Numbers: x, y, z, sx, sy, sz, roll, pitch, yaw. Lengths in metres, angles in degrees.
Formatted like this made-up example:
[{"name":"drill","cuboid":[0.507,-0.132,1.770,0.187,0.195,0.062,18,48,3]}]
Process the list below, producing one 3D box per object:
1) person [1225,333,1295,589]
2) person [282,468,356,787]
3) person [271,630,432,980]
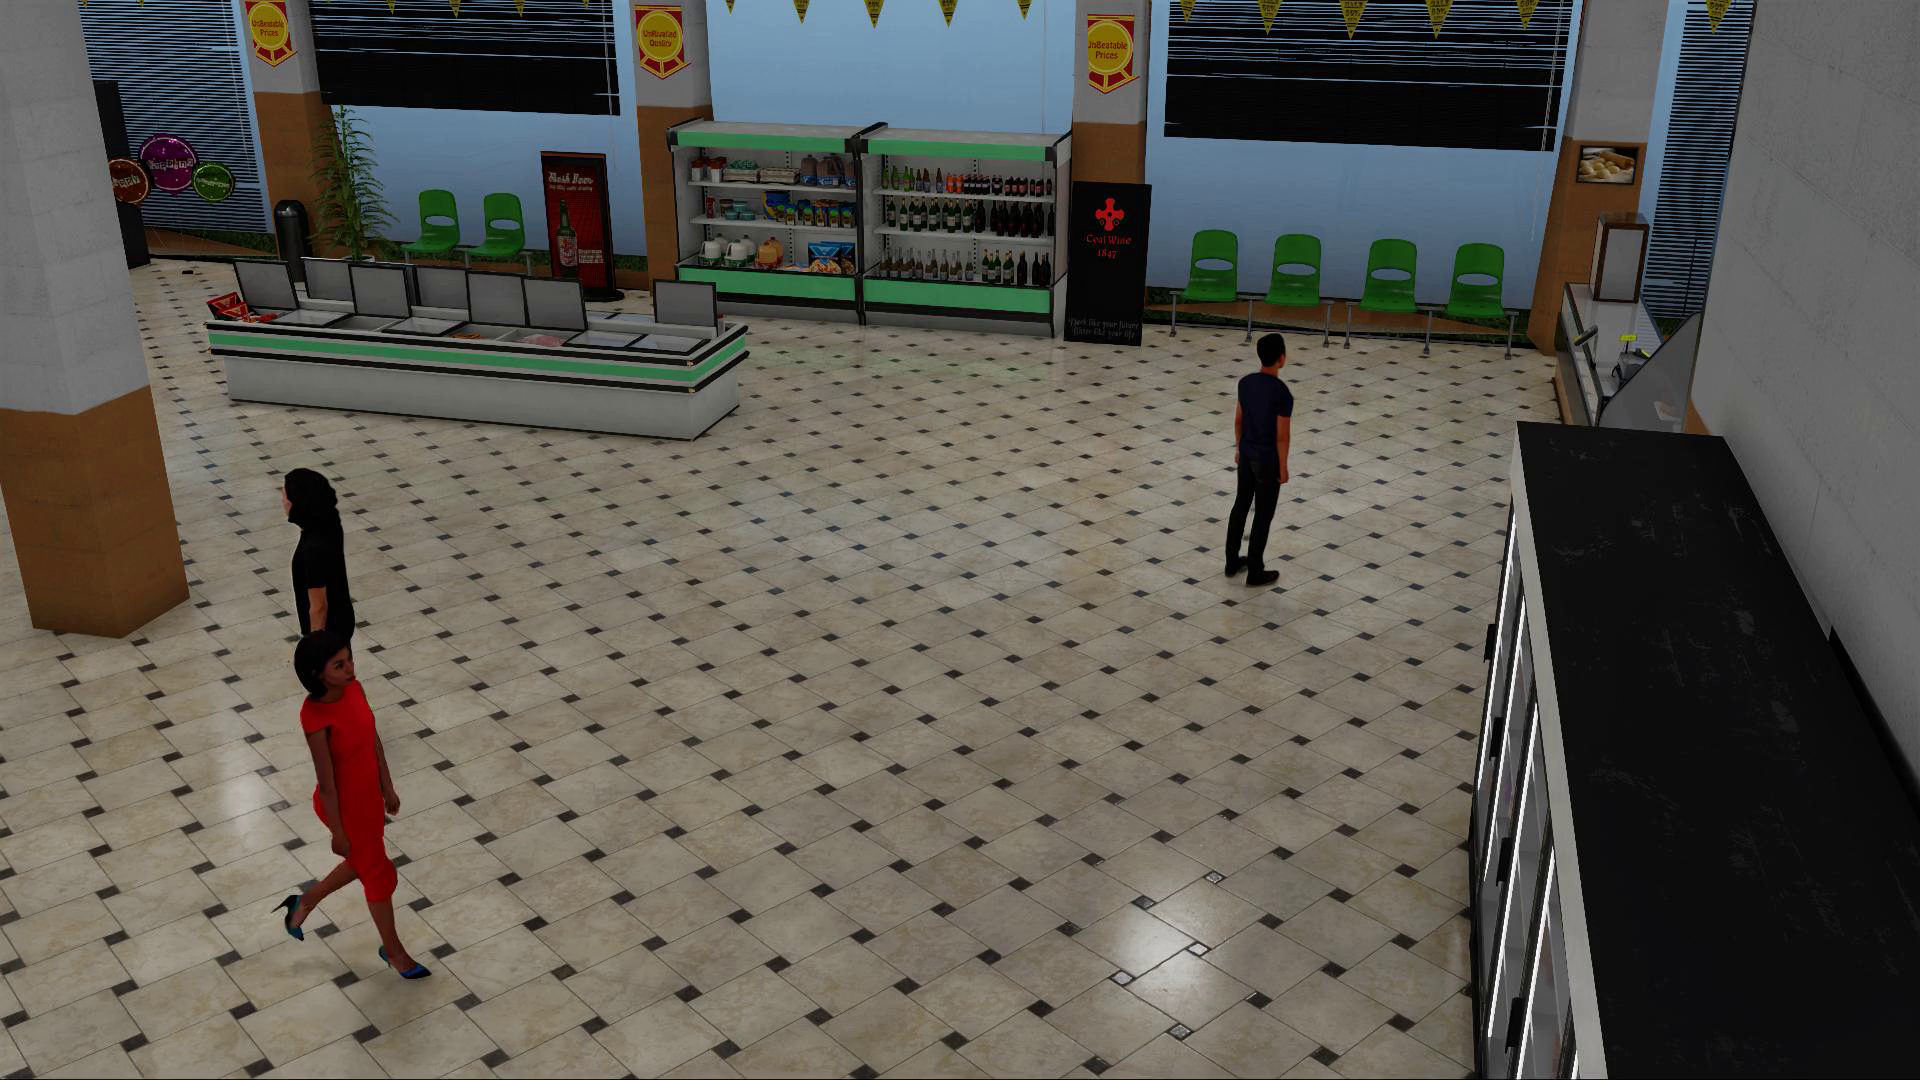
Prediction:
[{"name":"person","cuboid":[2.090,-0.563,11.670,0.804,1.784,0.726,-15,26,-33]},{"name":"person","cuboid":[-3.427,0.468,9.033,0.669,1.836,0.703,-2,22,-6]},{"name":"person","cuboid":[-2.765,1.191,7.383,1.004,1.725,0.691,2,22,5]}]
